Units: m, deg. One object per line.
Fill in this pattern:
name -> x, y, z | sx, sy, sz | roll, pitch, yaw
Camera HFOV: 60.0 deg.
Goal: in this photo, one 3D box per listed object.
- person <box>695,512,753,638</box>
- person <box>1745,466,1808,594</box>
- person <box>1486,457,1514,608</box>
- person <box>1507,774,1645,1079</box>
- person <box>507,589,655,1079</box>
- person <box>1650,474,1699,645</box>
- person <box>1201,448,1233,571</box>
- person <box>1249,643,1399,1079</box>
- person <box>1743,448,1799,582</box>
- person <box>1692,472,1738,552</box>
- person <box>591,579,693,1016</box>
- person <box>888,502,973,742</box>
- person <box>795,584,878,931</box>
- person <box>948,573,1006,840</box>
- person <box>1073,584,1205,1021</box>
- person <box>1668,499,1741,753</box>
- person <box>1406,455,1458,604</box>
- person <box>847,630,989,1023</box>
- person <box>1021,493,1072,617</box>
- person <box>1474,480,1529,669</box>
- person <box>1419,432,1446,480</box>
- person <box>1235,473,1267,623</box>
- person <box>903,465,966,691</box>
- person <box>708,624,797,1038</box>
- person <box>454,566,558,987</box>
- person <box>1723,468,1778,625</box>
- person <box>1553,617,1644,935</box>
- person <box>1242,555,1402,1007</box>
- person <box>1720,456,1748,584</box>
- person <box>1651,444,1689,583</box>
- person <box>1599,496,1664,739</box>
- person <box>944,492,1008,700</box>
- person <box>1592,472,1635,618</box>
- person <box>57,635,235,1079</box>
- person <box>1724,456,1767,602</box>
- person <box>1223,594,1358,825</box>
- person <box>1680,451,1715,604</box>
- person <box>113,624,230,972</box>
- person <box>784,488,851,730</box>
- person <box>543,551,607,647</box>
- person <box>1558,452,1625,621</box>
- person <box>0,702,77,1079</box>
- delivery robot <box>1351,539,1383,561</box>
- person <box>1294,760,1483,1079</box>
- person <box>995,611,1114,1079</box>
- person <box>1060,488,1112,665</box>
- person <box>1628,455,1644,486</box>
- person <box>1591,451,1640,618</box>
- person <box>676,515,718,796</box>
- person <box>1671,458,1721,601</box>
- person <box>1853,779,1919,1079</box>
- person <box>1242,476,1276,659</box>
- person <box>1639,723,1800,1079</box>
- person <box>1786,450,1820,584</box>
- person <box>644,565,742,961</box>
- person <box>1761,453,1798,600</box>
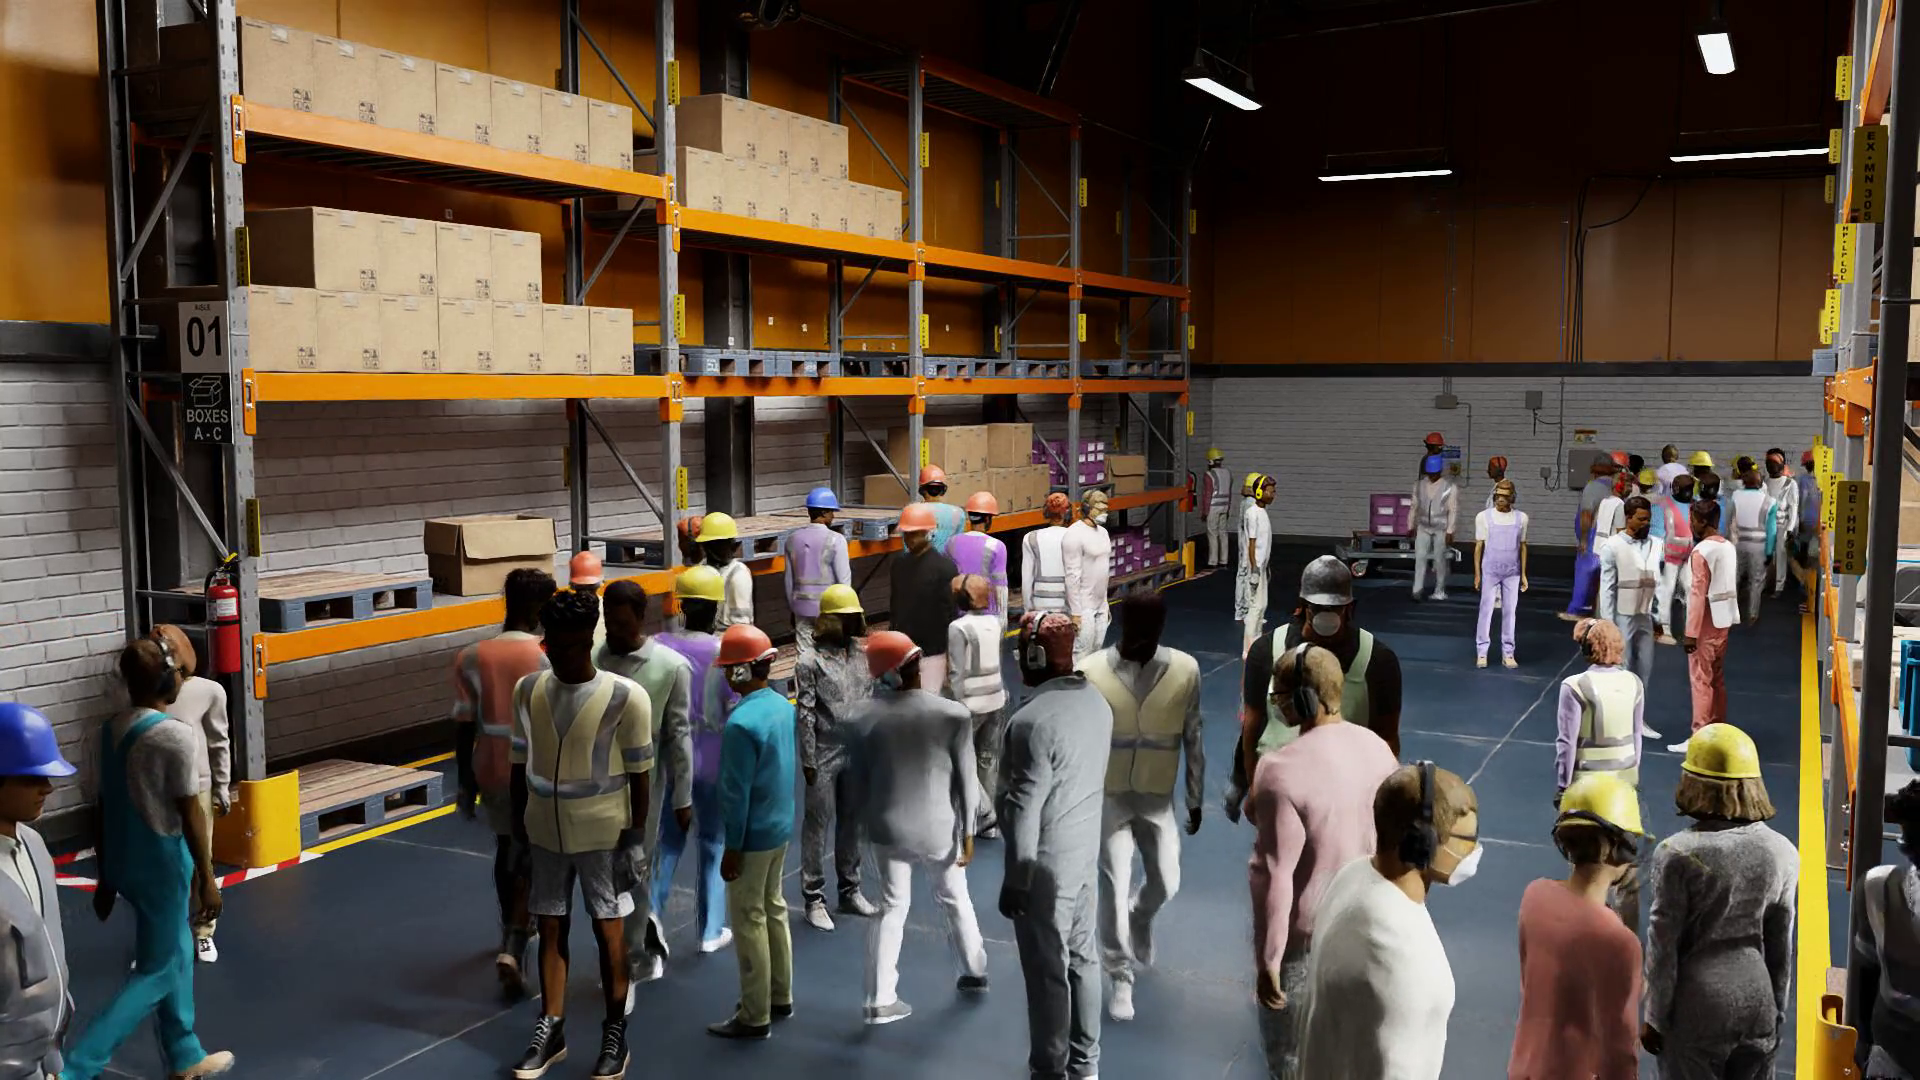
person -> -1.562, 0.771, 11.029 | 0.381, 1.919, 0.585 | -3, 6, -26
person -> 10.885, -0.141, 21.979 | 0.810, 1.720, 0.559 | 3, 6, 31
person -> 6.699, -0.098, 20.640 | 0.355, 1.876, 0.573 | 1, 5, 6
person -> 1.652, 1.495, 4.318 | 0.348, 1.729, 0.766 | -1, 5, -9
person -> -1.517, 1.163, 6.589 | 0.600, 1.959, 0.375 | 1, 5, 12
person -> 7.596, 0.219, 17.482 | 0.647, 1.822, 0.634 | -1, 5, -9
person -> 3.784, -0.452, 24.661 | 0.601, 1.827, 0.404 | -5, 7, -43
person -> 1.186, 1.292, 5.416 | 0.698, 1.926, 0.373 | -4, 7, -37
person -> 11.309, -0.338, 23.188 | 0.972, 1.867, 0.617 | 1, 5, 6
person -> 8.195, 0.150, 18.290 | 0.636, 1.821, 0.807 | 0, 5, 3
person -> -1.525, 1.115, 7.426 | 0.663, 1.904, 0.543 | 2, 6, 24
person -> -0.210, 0.724, 11.207 | 0.577, 1.980, 0.627 | -5, 7, -43
person -> -0.612, 1.093, 8.493 | 0.487, 1.746, 0.290 | -5, 7, -44
person -> 0.090, 1.010, 10.022 | 0.357, 1.620, 0.543 | 4, 7, 36
person -> 0.767, 1.119, 7.414 | 0.618, 1.898, 0.640 | 0, 5, -2
person -> 5.590, 0.650, 12.411 | 0.402, 1.909, 0.599 | 5, 7, 44
person -> 5.941, -0.133, 20.994 | 0.672, 1.885, 0.965 | 3, 6, 32
person -> -0.180, 1.232, 7.271 | 0.599, 1.696, 0.622 | 1, 5, 7
person -> 0.787, 0.557, 13.526 | 0.574, 1.882, 0.358 | 1, 5, 10
person -> 5.255, 0.334, 16.145 | 0.506, 1.842, 0.344 | 1, 5, 6
person -> 7.217, -0.628, 25.458 | 0.403, 2.038, 0.605 | 2, 6, 24
person -> 3.393, 0.088, 19.312 | 0.324, 1.742, 0.492 | -1, 5, -13
person -> -0.244, 0.350, 14.893 | 0.605, 2.045, 0.379 | -2, 6, -23
person -> -0.892, 1.225, 7.098 | 0.349, 1.740, 0.574 | 1, 5, 14
person -> -2.071, 1.081, 7.752 | 0.601, 1.925, 0.884 | 1, 5, 9
person -> 8.925, 0.090, 18.895 | 0.630, 1.825, 0.746 | 4, 6, 34
person -> 3.113, 1.192, 8.078 | 0.530, 1.627, 0.323 | -3, 6, -27
person -> 1.563, 1.061, 7.257 | 0.683, 2.000, 0.535 | 2, 6, 16
person -> 10.835, -0.294, 23.292 | 0.604, 1.778, 0.906 | -2, 6, -19
person -> 9.836, -0.356, 23.059 | 0.635, 1.936, 0.355 | -1, 5, -13
person -> 5.186, 0.606, 12.900 | 0.599, 1.905, 0.391 | -3, 6, -27
person -> 0.144, 0.582, 13.069 | 0.548, 1.923, 0.390 | 3, 6, 28
person -> 6.935, 0.196, 17.649 | 0.389, 1.837, 0.563 | 0, 5, 1
person -> -3.117, 1.278, 6.226 | 0.542, 1.813, 0.837 | 3, 6, 31
person -> 9.887, -0.127, 20.986 | 0.517, 1.865, 0.334 | 2, 6, 25
person -> 1.567, 1.110, 7.527 | 0.682, 1.880, 1.057 | -1, 5, -13
person -> 9.233, -0.149, 20.877 | 0.380, 1.928, 0.586 | 3, 6, 27
person -> -3.718, 1.206, 7.861 | 0.504, 1.631, 0.279 | -2, 6, -19
person -> -1.112, 0.557, 13.224 | 0.602, 1.940, 0.402 | 3, 6, 30
person -> -2.289, 0.933, 10.240 | 0.568, 1.741, 0.354 | -1, 5, -13
person -> 7.462, -0.062, 19.346 | 0.742, 2.000, 0.669 | -4, 6, -35
person -> -2.497, 1.385, 4.329 | 0.416, 1.939, 0.605 | -1, 5, -7
delivery robot -> 6.112, 0.108, 24.918 | 0.477, 0.478, 0.707 | 0, 5, -3
person -> 0.909, 1.443, 3.872 | 0.551, 1.907, 0.644 | 1, 5, 6
person -> 0.335, 1.215, 6.371 | 0.403, 1.900, 0.639 | 3, 6, 29
person -> 1.034, 0.549, 13.342 | 0.372, 1.934, 0.627 | 3, 6, 30
person -> 10.416, -0.472, 25.627 | 0.321, 1.689, 0.530 | 2, 6, 18
person -> 7.681, -0.047, 19.506 | 0.411, 1.986, 0.617 | -5, 7, -44
person -> -1.736, 0.772, 11.194 | 0.362, 1.886, 0.575 | -1, 5, -12
person -> 9.301, -0.140, 20.987 | 0.577, 1.886, 0.693 | -1, 5, -12
person -> 2.825, 1.489, 4.743 | 0.480, 1.663, 0.555 | -4, 7, -37
person -> 3.001, 0.284, 16.625 | 0.335, 1.855, 0.533 | 2, 6, 23
person -> 2.290, 1.419, 5.053 | 0.480, 1.734, 0.331 | -1, 5, -14
person -> 11.618, -0.285, 22.658 | 0.558, 1.861, 0.983 | 0, 5, -4
person -> -1.301, 1.076, 7.859 | 0.605, 1.899, 0.686 | 1, 5, 15
person -> 10.459, -0.178, 21.411 | 0.356, 1.887, 0.572 | -4, 6, -34
